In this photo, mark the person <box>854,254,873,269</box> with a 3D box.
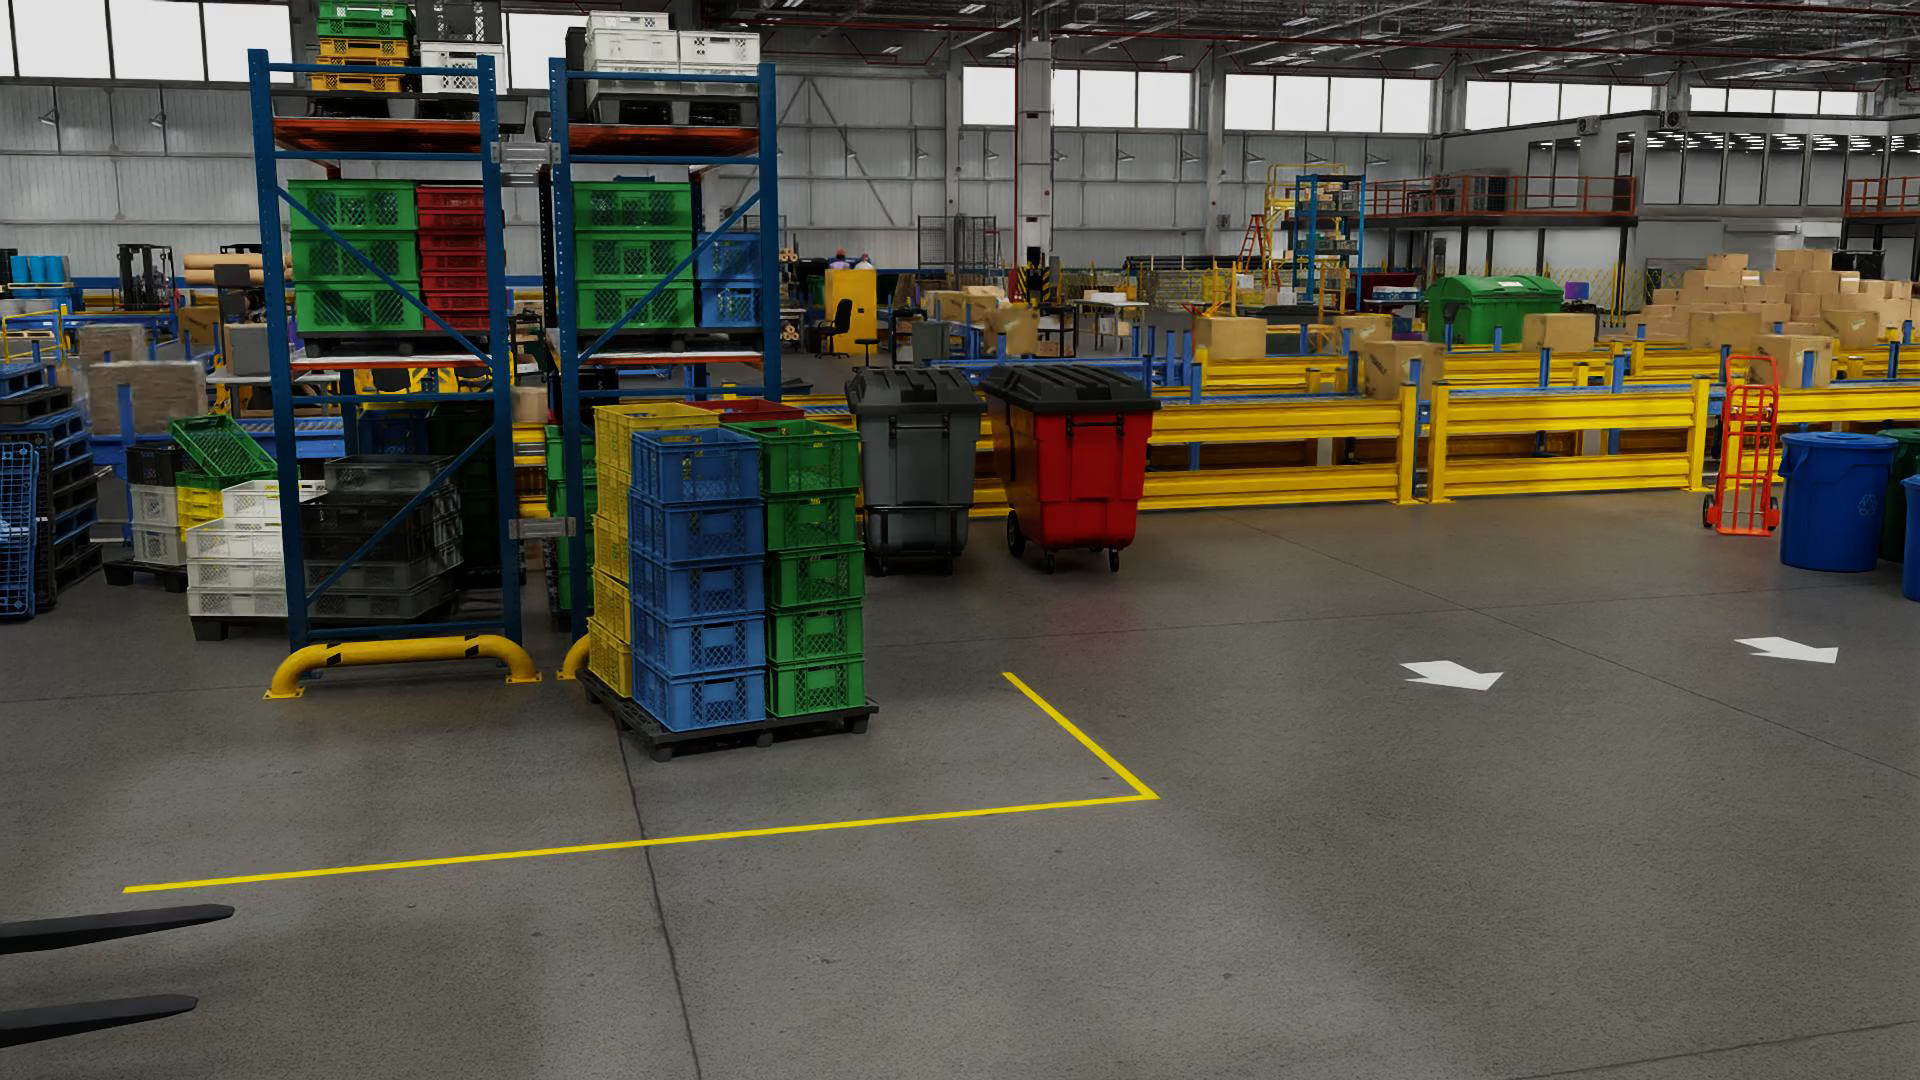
[{"bbox_3d":[-2.901,-7.797,50.865,0.652,1.906,0.402,5,11,26],"label":"person"}]

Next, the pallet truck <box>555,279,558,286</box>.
[{"bbox_3d":[-10.604,-6.375,44.520,0.653,1.274,1.630,-3,10,-15],"label":"pallet truck"}]

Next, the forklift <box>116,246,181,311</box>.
[{"bbox_3d":[-19.966,-6.232,40.894,1.157,1.987,2.680,-3,10,-15],"label":"forklift"}]

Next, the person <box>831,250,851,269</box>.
[{"bbox_3d":[-3.435,-7.384,48.182,0.610,2.033,0.398,2,10,13],"label":"person"}]

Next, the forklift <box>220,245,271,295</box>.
[{"bbox_3d":[-17.749,-6.334,41.440,1.157,1.987,2.680,-3,10,-17],"label":"forklift"}]
